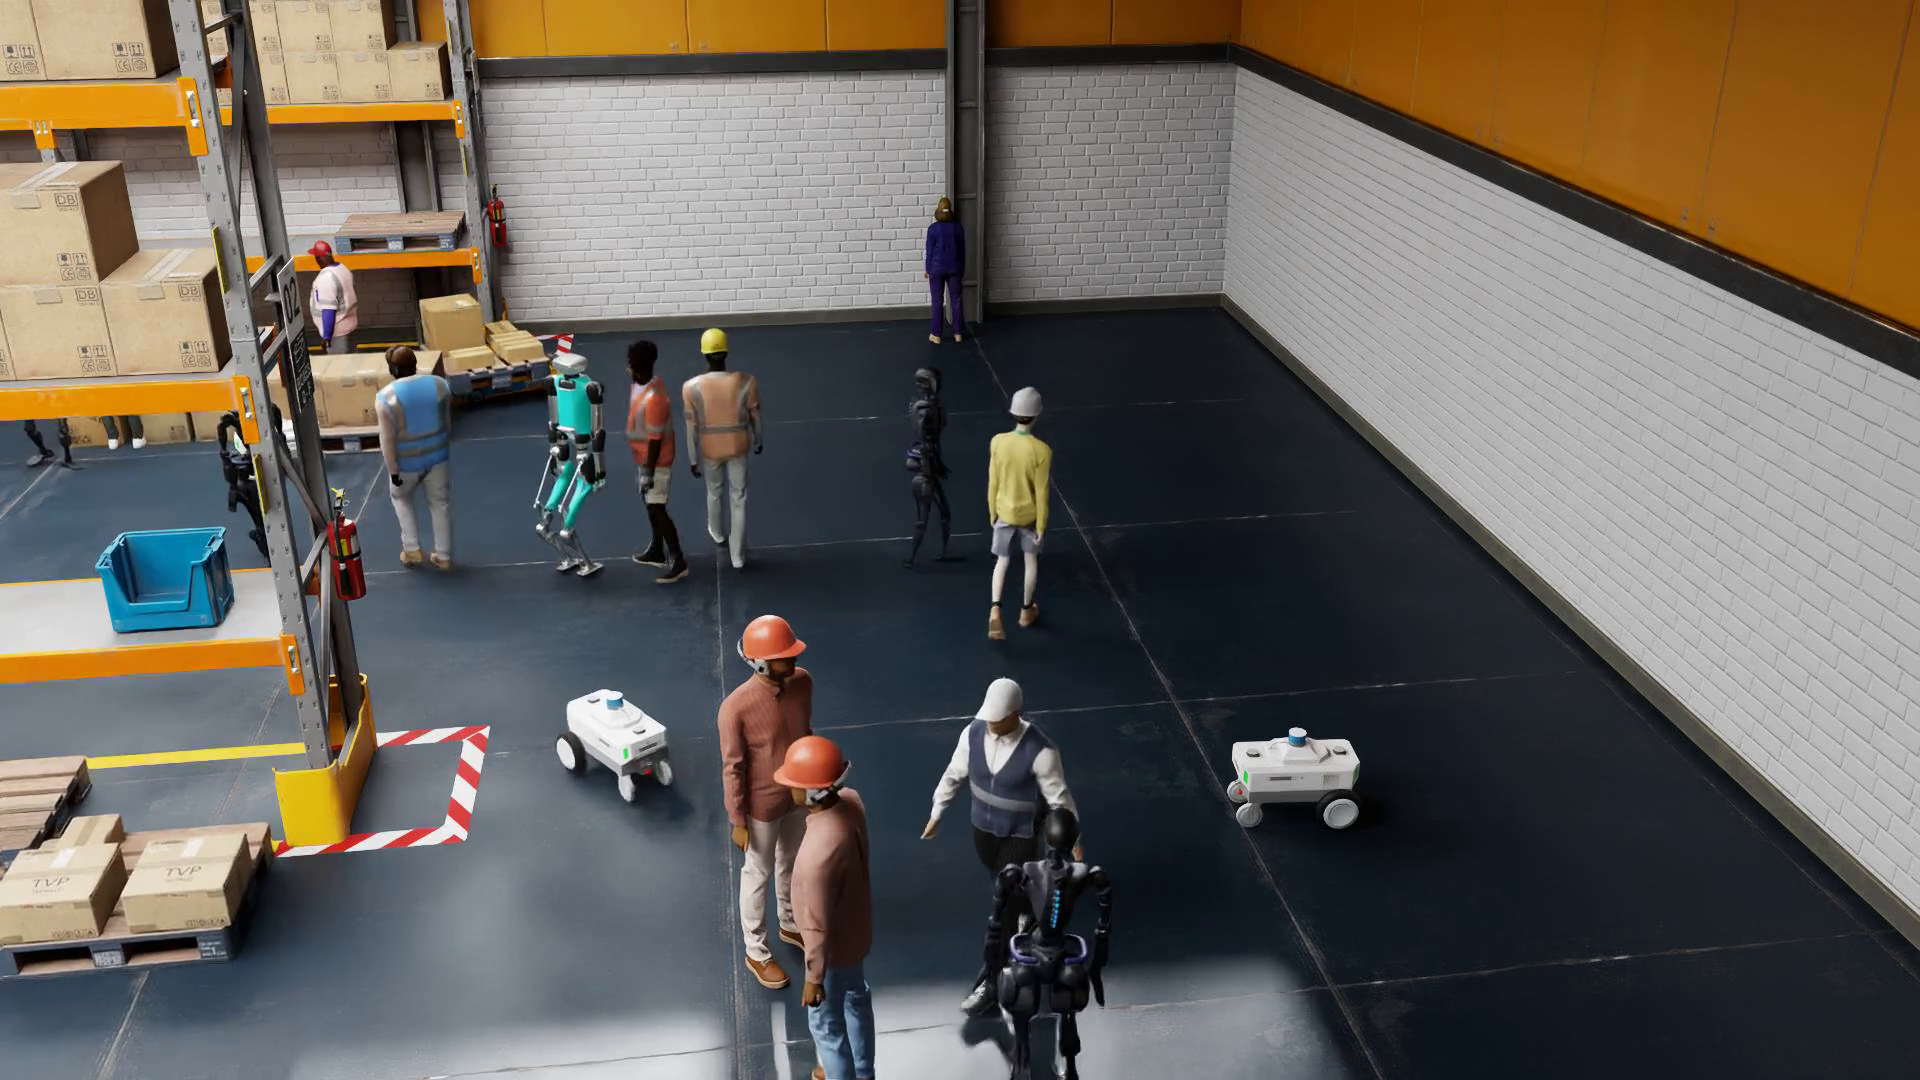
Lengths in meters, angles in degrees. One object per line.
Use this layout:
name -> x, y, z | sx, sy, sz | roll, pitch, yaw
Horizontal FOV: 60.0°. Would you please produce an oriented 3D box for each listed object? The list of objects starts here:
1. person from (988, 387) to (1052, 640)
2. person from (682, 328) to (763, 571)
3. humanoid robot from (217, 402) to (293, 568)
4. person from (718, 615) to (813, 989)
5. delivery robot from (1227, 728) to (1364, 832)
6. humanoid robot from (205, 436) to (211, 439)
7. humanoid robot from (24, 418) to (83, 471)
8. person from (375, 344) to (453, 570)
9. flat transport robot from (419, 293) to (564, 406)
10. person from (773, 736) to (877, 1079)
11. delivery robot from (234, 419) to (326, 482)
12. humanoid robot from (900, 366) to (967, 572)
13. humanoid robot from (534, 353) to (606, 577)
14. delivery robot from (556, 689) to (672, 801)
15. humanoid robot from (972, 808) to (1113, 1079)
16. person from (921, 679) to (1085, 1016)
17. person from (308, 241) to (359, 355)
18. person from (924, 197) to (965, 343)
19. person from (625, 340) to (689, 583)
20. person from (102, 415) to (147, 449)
person -> 0.401, -0.166, 11.787 | 0.476, 1.870, 0.748 | 7, 25, 16
person -> -1.853, -0.753, 13.098 | 0.599, 1.890, 0.841 | -3, 24, -7
humanoid robot -> -5.459, -0.520, 12.838 | 0.600, 1.637, 0.603 | 17, 29, 33
person -> -0.924, 1.284, 8.323 | 0.371, 1.996, 0.621 | 17, 29, 34
delivery robot -> 1.994, 1.399, 9.861 | 0.802, 0.601, 0.499 | -1, 24, -3
humanoid robot -> -7.218, -1.797, 15.699 | 0.558, 1.776, 0.925 | -21, 31, -39
humanoid robot -> -8.219, -1.414, 14.878 | 0.633, 1.646, 0.460 | -4, 24, -8
person -> -4.230, -0.650, 12.948 | 0.619, 1.819, 0.595 | -18, 29, -35
flat transport robot -> -4.772, -1.646, 17.146 | 1.431, 0.231, 0.659 | -14, 27, -28
person -> -0.580, 1.739, 7.307 | 0.407, 1.986, 0.625 | 5, 24, 11
delivery robot -> -6.151, -0.848, 14.989 | 0.808, 0.607, 0.499 | -7, 25, -15
humanoid robot -> -0.225, -0.546, 12.903 | 0.512, 1.650, 0.589 | 3, 24, 7
humanoid robot -> -3.026, -0.517, 12.671 | 0.535, 1.735, 0.681 | 13, 27, 27
delivery robot -> -2.113, 1.208, 10.259 | 0.499, 0.570, 0.750 | -21, 31, -39
humanoid robot -> 0.360, 1.898, 7.366 | 0.606, 1.643, 0.598 | -1, 24, -3
person -> 0.229, 1.445, 8.311 | 0.790, 1.704, 0.933 | 15, 28, 30
person -> -6.089, -2.053, 16.231 | 0.418, 1.751, 0.605 | 1, 24, 3
person -> -0.173, -3.015, 18.575 | 0.467, 1.622, 0.349 | -7, 25, -15
person -> -2.352, -0.632, 12.772 | 0.386, 1.932, 0.714 | -7, 25, -15
person -> -7.875, -1.756, 15.399 | 0.527, 1.876, 0.319 | -1, 24, -3
